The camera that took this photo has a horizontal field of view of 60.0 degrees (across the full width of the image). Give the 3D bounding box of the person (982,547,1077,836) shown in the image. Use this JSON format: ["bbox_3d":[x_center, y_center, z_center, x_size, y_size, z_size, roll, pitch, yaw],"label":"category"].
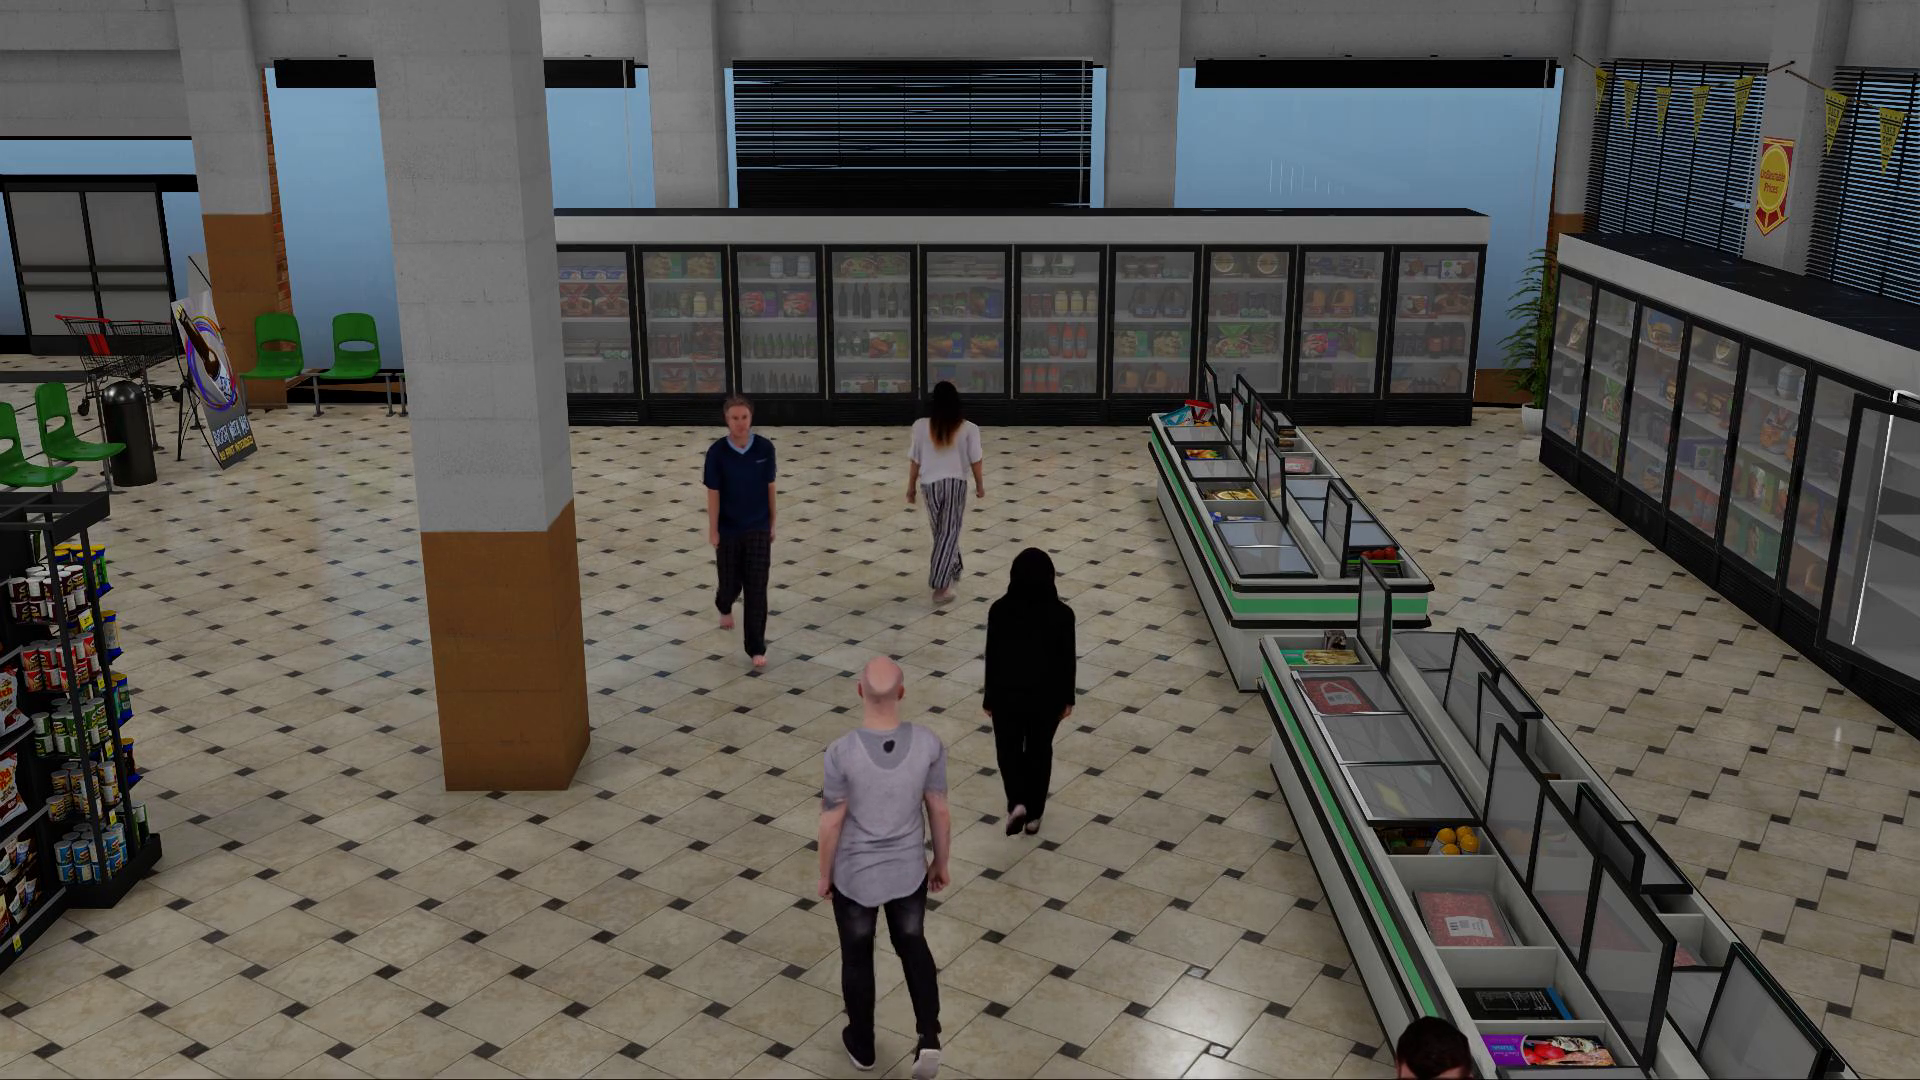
[{"bbox_3d":[0.359,0.851,8.733,0.635,1.603,0.774,0,17,0],"label":"person"}]

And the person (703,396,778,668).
[{"bbox_3d":[-1.503,-0.084,11.398,0.858,1.844,1.125,-5,18,-17],"label":"person"}]

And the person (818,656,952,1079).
[{"bbox_3d":[-0.288,1.371,6.648,0.866,1.820,1.032,-6,18,-18],"label":"person"}]

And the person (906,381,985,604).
[{"bbox_3d":[-0.151,-0.338,12.597,0.910,1.633,1.168,6,18,19],"label":"person"}]
